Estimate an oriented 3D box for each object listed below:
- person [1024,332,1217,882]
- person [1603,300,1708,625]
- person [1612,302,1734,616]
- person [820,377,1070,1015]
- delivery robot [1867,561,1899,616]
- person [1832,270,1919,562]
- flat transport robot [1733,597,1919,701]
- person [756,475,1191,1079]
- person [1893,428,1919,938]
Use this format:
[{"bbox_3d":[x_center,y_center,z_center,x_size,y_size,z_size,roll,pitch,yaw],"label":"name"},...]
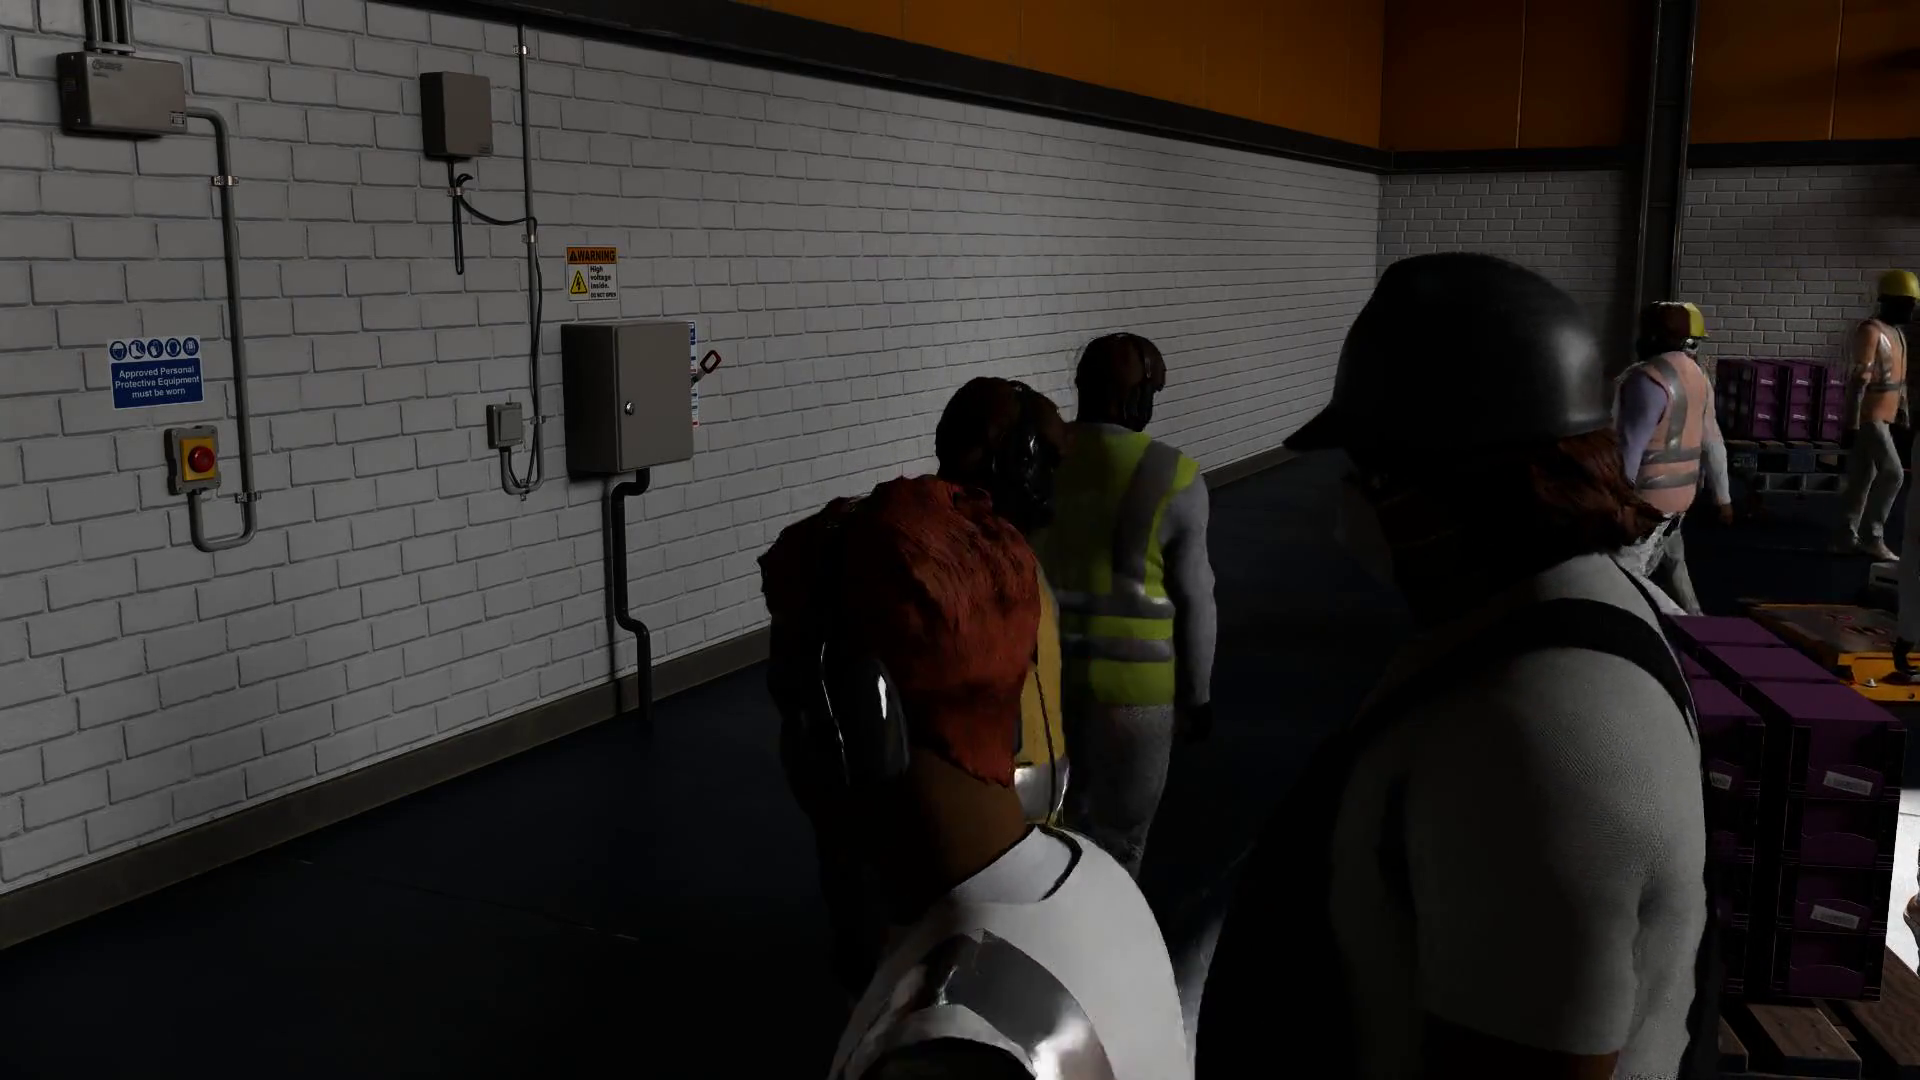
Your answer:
[{"bbox_3d":[0.359,0.372,4.386,0.635,1.822,0.488,7,12,35],"label":"person"},{"bbox_3d":[3.150,-0.180,7.592,0.709,1.809,0.637,8,13,39],"label":"person"},{"bbox_3d":[3.524,-0.276,8.236,0.940,1.779,0.611,-3,10,-16],"label":"person"},{"bbox_3d":[-0.016,0.619,3.002,0.432,1.806,0.711,6,11,29],"label":"person"},{"bbox_3d":[5.087,0.219,8.631,0.707,0.478,0.477,-4,10,-21],"label":"delivery robot"},{"bbox_3d":[6.050,-0.792,10.829,0.607,1.905,0.624,10,14,44],"label":"person"},{"bbox_3d":[4.310,0.512,8.030,0.652,0.197,1.431,1,10,4],"label":"flat transport robot"},{"bbox_3d":[-0.030,0.880,1.325,0.696,1.853,0.606,3,10,16],"label":"person"},{"bbox_3d":[3.026,0.266,4.806,0.577,1.876,0.349,5,11,28],"label":"person"}]
